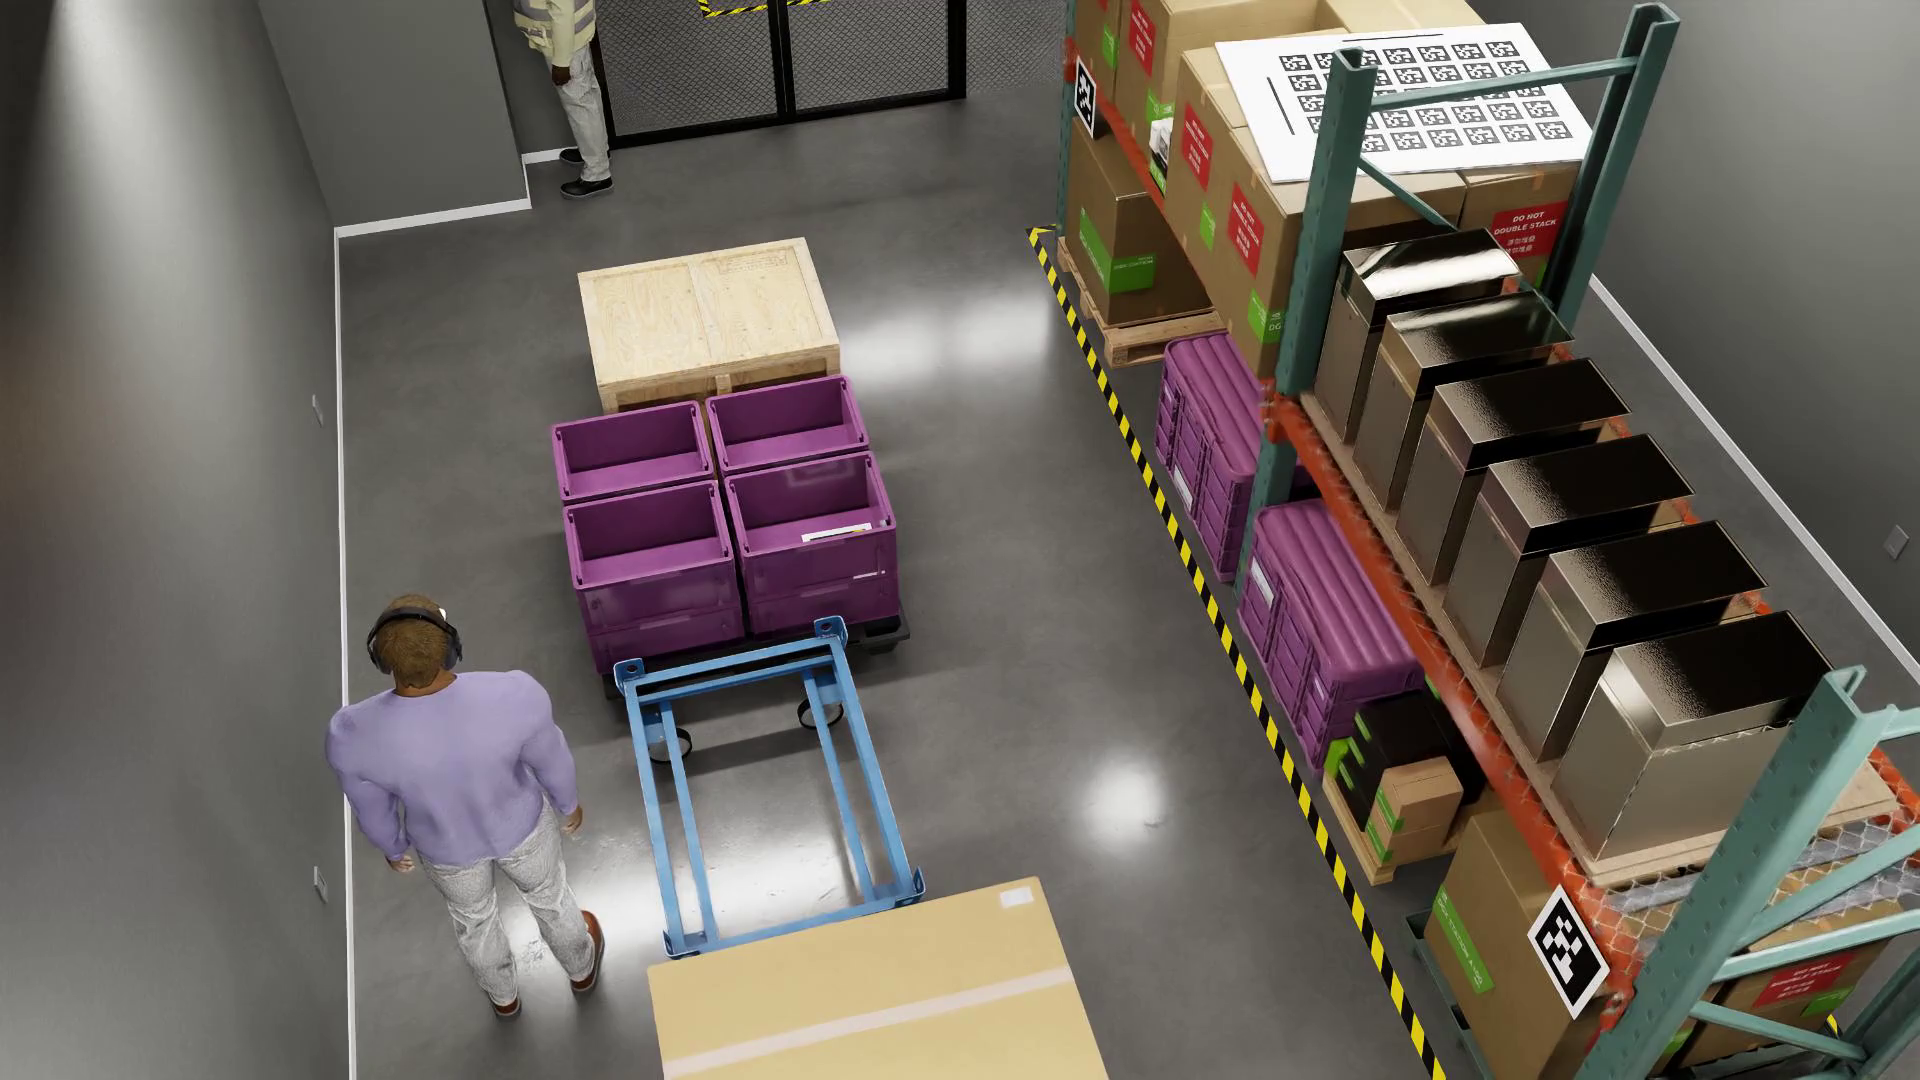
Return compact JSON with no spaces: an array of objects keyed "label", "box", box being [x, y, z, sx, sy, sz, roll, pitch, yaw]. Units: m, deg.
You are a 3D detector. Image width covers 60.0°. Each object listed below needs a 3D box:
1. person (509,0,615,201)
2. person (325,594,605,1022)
[{"label":"person","box":[-2.009,-2.560,8.308,0.404,1.829,0.600,-6,48,-5]},{"label":"person","box":[-1.470,0.864,5.093,0.634,1.937,0.355,-13,49,-12]}]
